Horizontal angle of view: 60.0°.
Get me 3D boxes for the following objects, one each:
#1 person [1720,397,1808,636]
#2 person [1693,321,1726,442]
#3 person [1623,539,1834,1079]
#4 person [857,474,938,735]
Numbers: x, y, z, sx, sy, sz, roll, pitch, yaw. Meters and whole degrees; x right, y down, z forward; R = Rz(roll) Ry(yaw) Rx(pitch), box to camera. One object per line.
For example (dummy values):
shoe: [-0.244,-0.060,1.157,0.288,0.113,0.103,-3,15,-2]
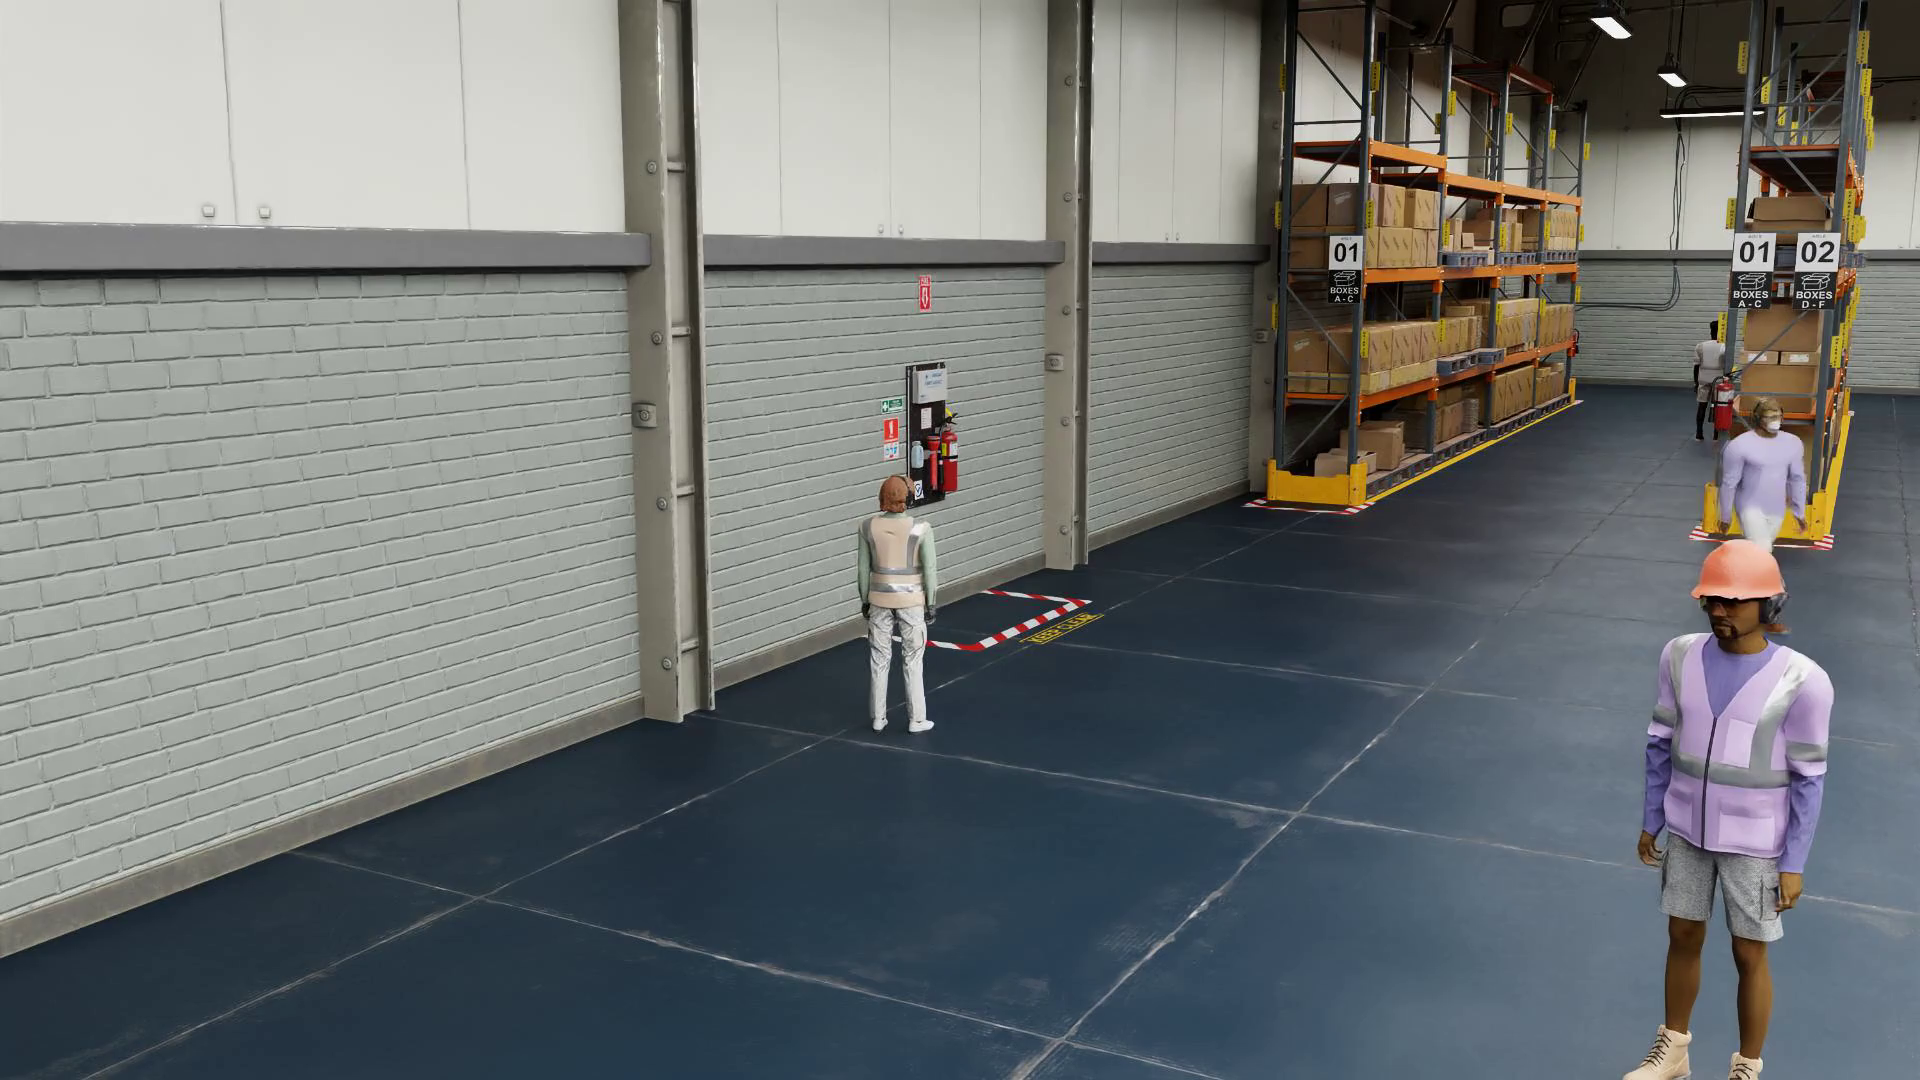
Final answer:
person: [6.472,-0.231,13.503,0.628,1.883,1.066,-2,10,-11]
person: [12.143,-2.556,26.821,0.613,1.964,0.361,8,13,40]
person: [2.628,1.007,5.737,0.376,2.044,0.607,-8,12,-38]
person: [-0.390,0.408,10.423,0.522,1.640,0.306,3,10,15]
